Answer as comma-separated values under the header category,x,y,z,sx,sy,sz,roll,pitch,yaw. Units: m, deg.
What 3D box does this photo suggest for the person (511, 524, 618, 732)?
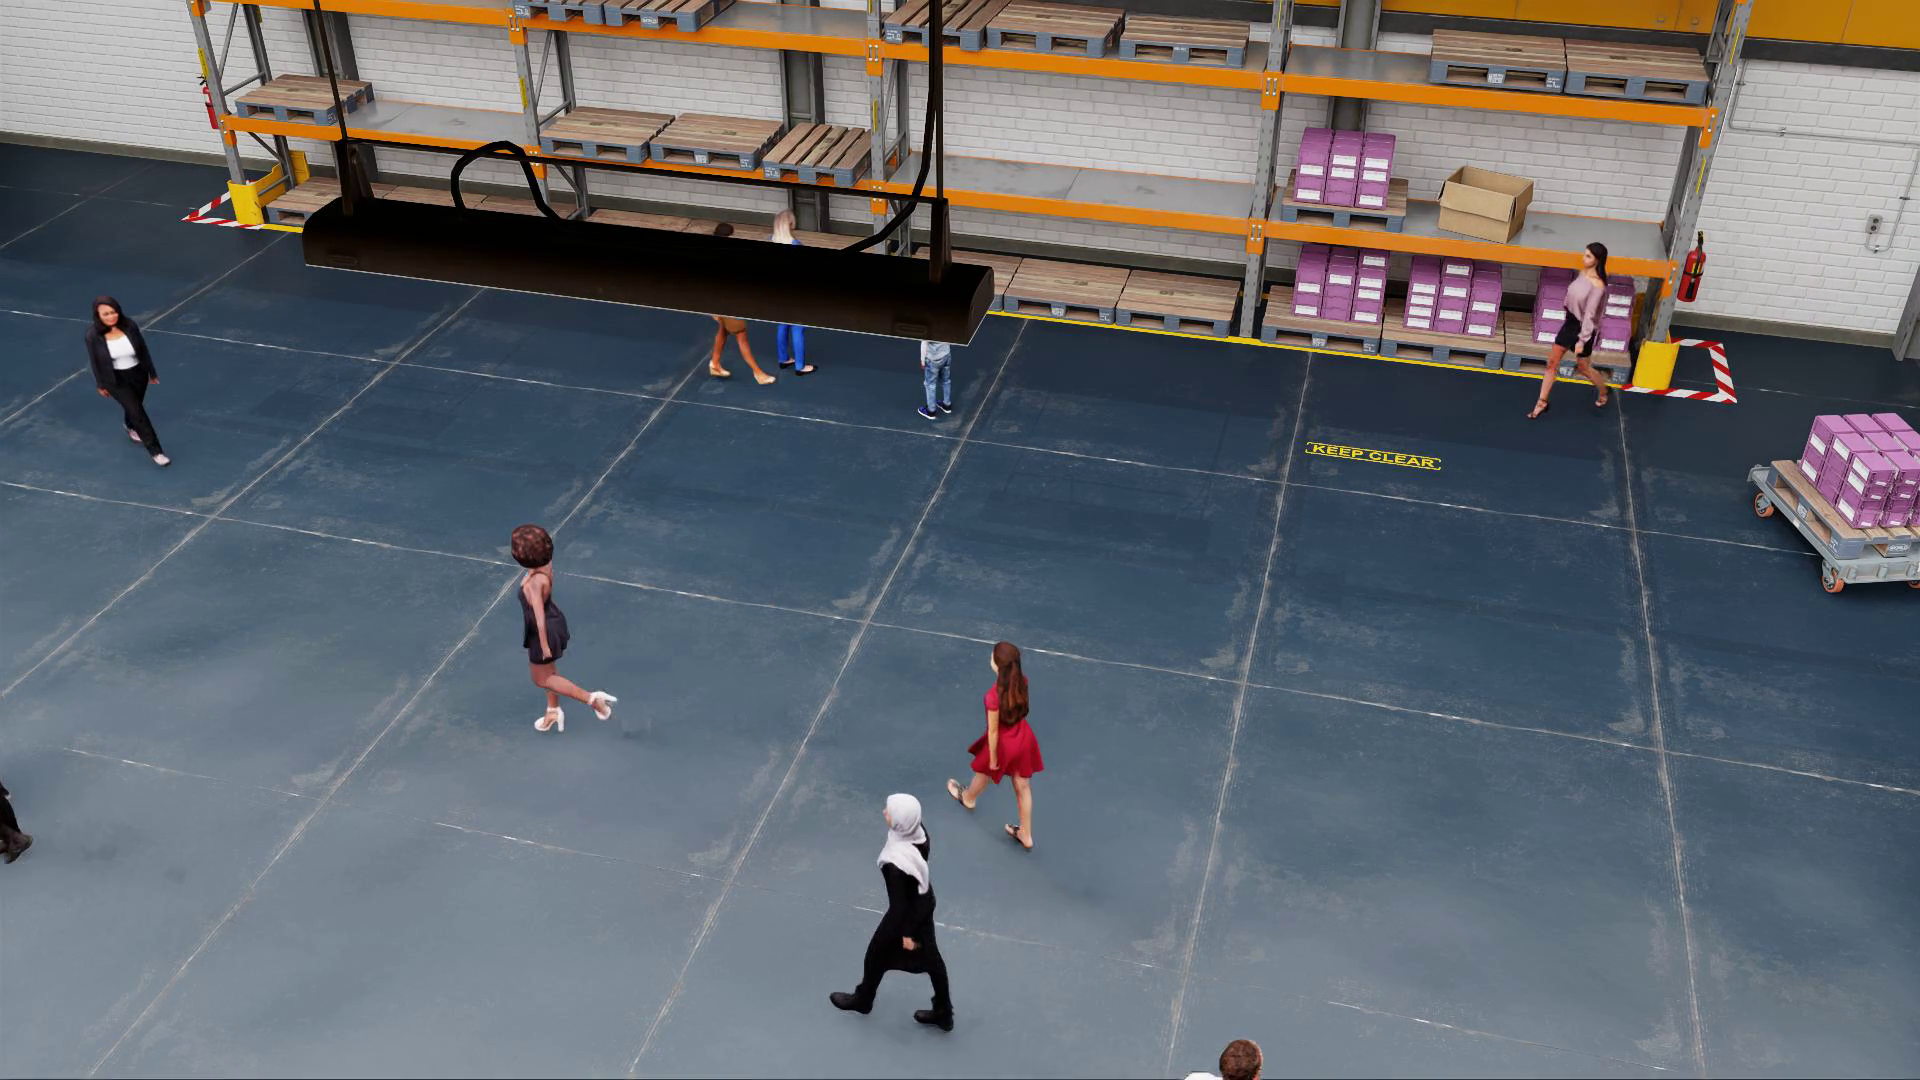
category,x,y,z,sx,sy,sz,roll,pitch,yaw
person,-2.823,0.659,11.647,0.922,1.773,0.700,-1,34,-1

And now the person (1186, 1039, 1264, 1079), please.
category,x,y,z,sx,sy,sz,roll,pitch,yaw
person,1.173,3.094,7.923,0.744,1.840,0.848,28,43,35

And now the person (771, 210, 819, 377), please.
category,x,y,z,sx,sy,sz,roll,pitch,yaw
person,-1.677,-2.440,16.375,0.760,1.701,0.651,-29,43,-36

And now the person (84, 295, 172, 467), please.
category,x,y,z,sx,sy,sz,roll,pitch,yaw
person,-7.577,-1.483,15.047,1.226,1.577,0.964,25,41,33

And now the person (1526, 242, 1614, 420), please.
category,x,y,z,sx,sy,sz,roll,pitch,yaw
person,5.854,-1.901,15.495,1.176,1.777,0.933,-6,34,-9

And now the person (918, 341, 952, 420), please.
category,x,y,z,sx,sy,sz,roll,pitch,yaw
person,-0.226,-1.761,15.753,0.557,1.258,0.608,-22,40,-30

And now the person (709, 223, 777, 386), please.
category,x,y,z,sx,sy,sz,roll,pitch,yaw
person,-2.317,-2.287,16.188,0.948,1.654,0.579,8,35,12

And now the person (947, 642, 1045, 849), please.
category,x,y,z,sx,sy,sz,roll,pitch,yaw
person,0.360,1.363,10.822,0.897,1.516,1.062,-26,41,-33

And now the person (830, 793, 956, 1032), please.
category,x,y,z,sx,sy,sz,roll,pitch,yaw
person,-0.199,2.147,9.431,1.008,1.748,0.685,13,36,19
